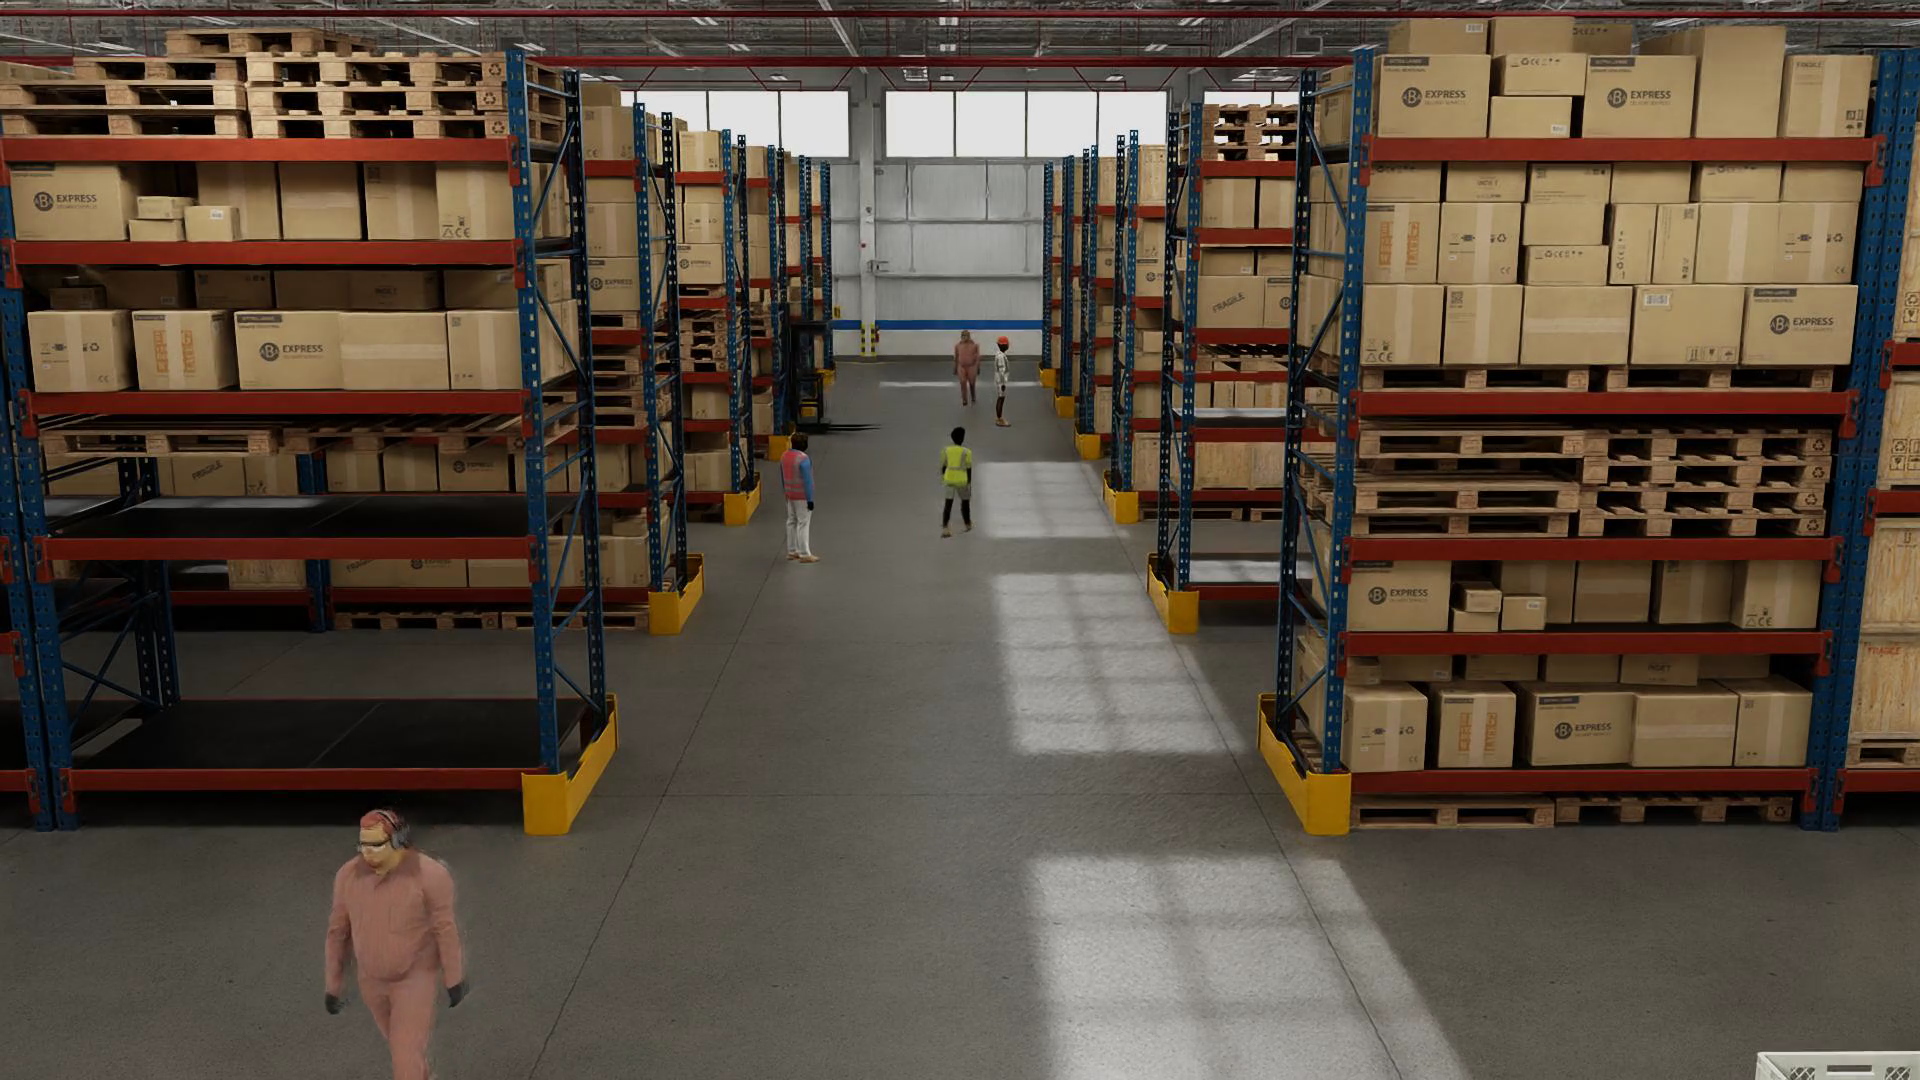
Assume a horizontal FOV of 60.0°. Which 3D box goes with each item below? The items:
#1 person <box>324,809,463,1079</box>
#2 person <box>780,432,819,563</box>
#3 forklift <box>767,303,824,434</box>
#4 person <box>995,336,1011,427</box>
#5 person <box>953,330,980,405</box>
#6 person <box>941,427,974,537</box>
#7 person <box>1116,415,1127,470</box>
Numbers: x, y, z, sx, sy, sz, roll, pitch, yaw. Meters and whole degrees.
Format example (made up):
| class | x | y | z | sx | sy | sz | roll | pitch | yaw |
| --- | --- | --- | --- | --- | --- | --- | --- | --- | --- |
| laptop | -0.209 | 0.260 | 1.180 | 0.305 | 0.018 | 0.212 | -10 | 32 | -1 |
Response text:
| class | x | y | z | sx | sy | sz | roll | pitch | yaw |
| --- | --- | --- | --- | --- | --- | --- | --- | --- | --- |
| person | -3.009 | 2.328 | 8.659 | 0.679 | 1.863 | 0.923 | 2 | 12 | 12 |
| person | -2.232 | -0.599 | 23.255 | 0.429 | 1.842 | 0.636 | -9 | 15 | -38 |
| forklift | -3.910 | -3.760 | 36.333 | 1.873 | 2.768 | 1.129 | 0 | 11 | -1 |
| person | 0.974 | -3.584 | 37.547 | 0.373 | 2.043 | 0.614 | 0 | 11 | -2 |
| person | 0.156 | -4.289 | 41.408 | 0.678 | 1.890 | 0.431 | 2 | 12 | 8 |
| person | -0.051 | -0.884 | 25.148 | 0.540 | 1.652 | 0.857 | 5 | 12 | 23 |
| person | 2.856 | -1.648 | 29.017 | 0.404 | 1.623 | 0.506 | -2 | 12 | -7 |
